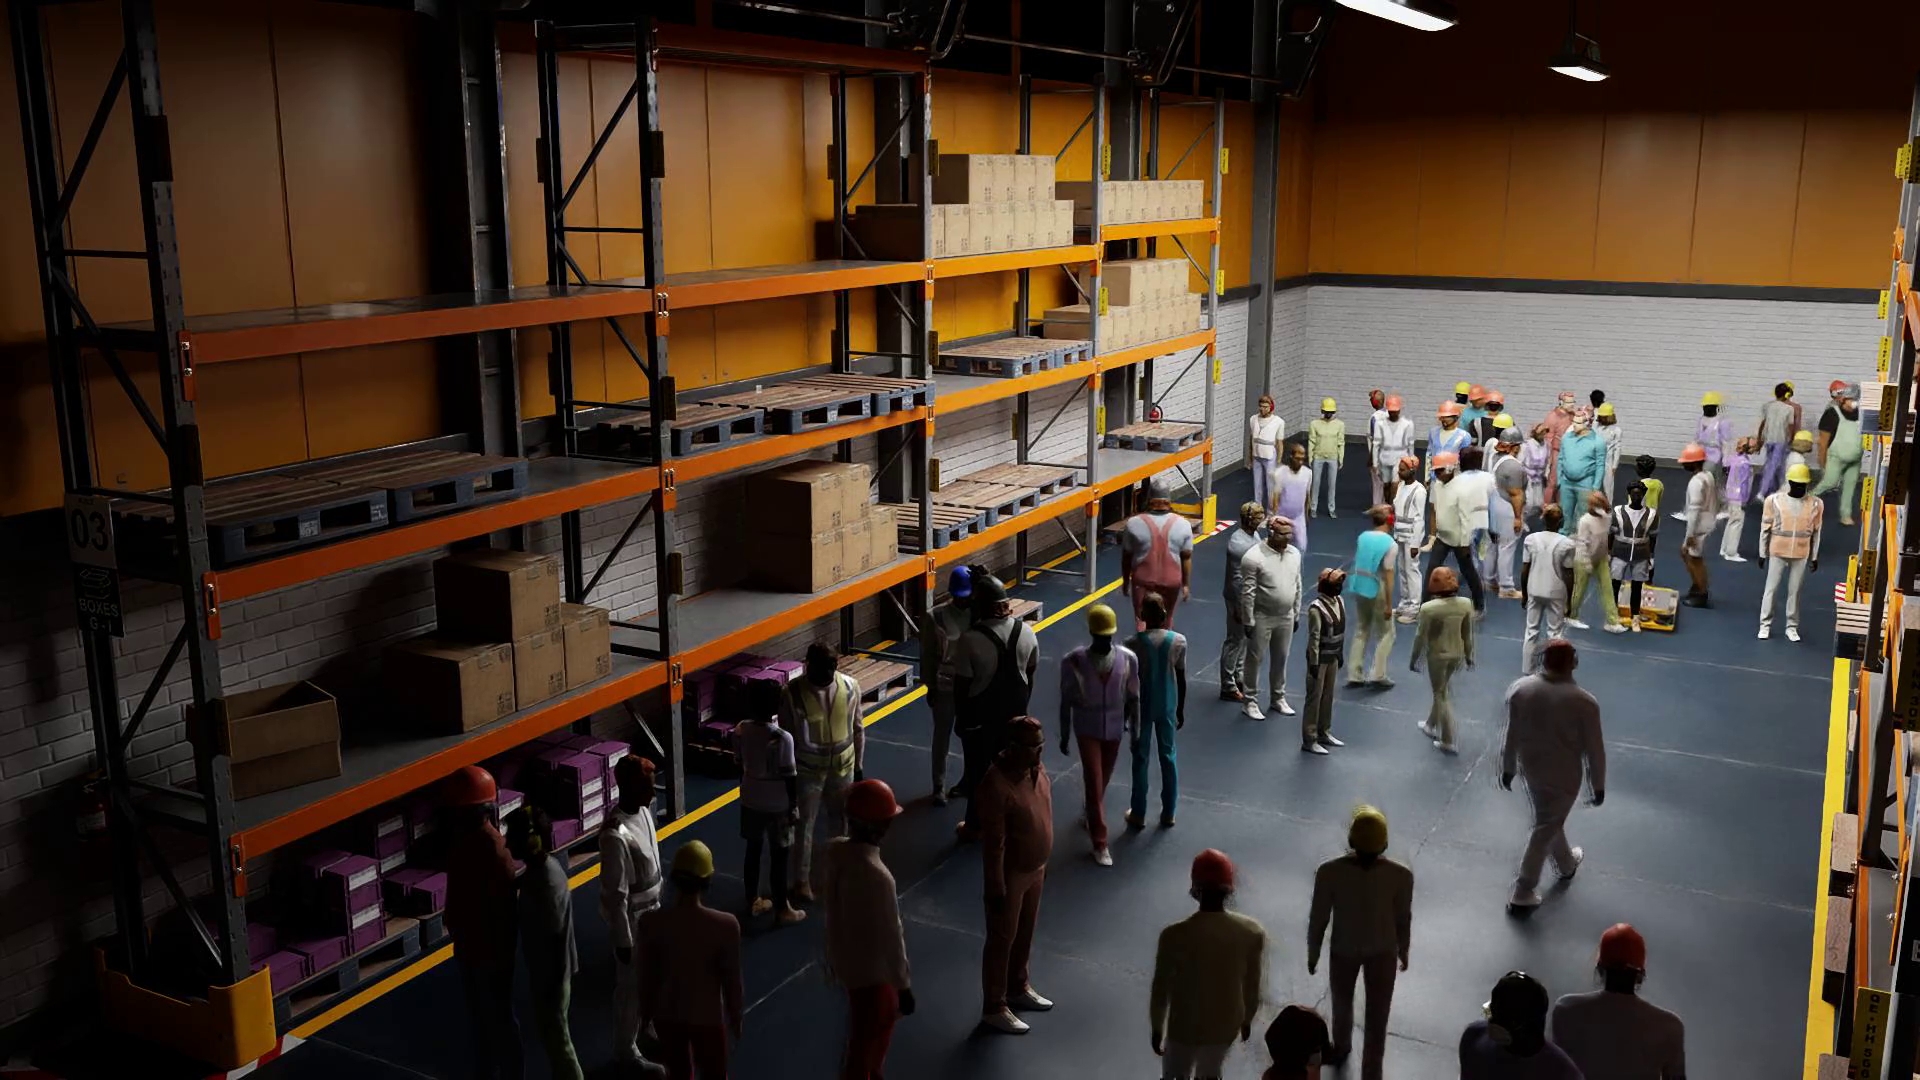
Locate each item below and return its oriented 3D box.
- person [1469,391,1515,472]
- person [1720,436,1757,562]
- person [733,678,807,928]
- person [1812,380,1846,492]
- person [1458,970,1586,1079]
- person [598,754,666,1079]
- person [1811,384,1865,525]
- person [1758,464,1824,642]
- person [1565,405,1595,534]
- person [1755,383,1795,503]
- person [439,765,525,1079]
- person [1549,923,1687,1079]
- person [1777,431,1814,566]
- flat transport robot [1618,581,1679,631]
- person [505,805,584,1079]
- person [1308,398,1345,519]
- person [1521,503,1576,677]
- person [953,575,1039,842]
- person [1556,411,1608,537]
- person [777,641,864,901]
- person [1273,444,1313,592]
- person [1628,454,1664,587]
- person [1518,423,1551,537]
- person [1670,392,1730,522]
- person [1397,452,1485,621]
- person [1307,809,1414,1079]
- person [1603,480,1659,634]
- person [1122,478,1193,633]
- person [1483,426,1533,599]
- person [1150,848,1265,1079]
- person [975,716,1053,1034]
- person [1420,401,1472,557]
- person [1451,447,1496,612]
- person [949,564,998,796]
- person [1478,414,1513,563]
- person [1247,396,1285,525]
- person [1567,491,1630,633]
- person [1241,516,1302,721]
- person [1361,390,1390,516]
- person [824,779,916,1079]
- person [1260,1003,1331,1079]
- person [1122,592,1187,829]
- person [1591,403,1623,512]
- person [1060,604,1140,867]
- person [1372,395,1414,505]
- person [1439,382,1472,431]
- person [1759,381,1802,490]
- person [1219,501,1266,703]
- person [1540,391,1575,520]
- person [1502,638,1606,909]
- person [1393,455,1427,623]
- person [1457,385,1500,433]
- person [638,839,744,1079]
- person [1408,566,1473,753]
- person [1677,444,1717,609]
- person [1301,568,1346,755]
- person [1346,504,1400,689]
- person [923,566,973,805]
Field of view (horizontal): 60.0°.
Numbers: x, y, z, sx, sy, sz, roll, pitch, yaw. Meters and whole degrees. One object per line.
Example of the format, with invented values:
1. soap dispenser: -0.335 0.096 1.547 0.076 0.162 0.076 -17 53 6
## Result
1. person: 7.220 -1.017 22.694 0.611 2.032 0.411 4 13 16
2. person: 10.028 -0.533 21.428 0.313 1.629 0.525 3 13 11
3. person: -1.275 1.744 11.080 0.535 1.697 0.318 9 16 36
4. person: 13.665 -1.627 26.043 0.559 1.752 0.326 -7 14 -28
5. person: 2.197 2.615 6.633 0.369 1.938 0.630 -7 15 -30
6. person: -1.794 2.075 9.197 0.374 1.879 0.584 1 13 5
7. person: 12.571 -1.257 23.736 0.700 2.000 0.758 -1 13 -3
8. person: 8.861 0.133 17.768 0.595 1.925 0.373 4 13 16
9. person: 8.340 -0.882 22.400 0.400 1.895 0.654 11 17 40
10. person: 12.359 -1.467 25.204 0.951 1.821 0.531 -10 16 -37
11. person: -2.501 2.124 8.694 0.370 1.996 0.622 -10 16 -37
12. person: 2.952 2.528 7.488 0.584 1.727 0.649 7 14 29
13. person: 10.681 -0.546 21.302 0.359 1.708 0.542 4 13 18
14. flat transport robot: 7.749 0.737 18.806 0.652 0.197 1.431 6 14 24
15. person: -2.112 2.234 8.506 0.315 1.867 0.553 -6 14 -26
16. person: 5.284 -1.176 24.011 0.527 1.762 0.339 1 13 4
17. person: 5.666 0.555 16.067 0.506 1.846 0.349 10 16 37
18. person: 0.223 1.246 12.532 0.681 2.000 0.535 -7 14 -29
19. person: 8.077 -0.742 21.745 0.399 1.905 0.643 -10 16 -39
20. person: -0.952 1.583 11.503 0.630 1.836 0.430 -5 14 -23
21. person: 3.938 -0.255 19.767 0.509 1.818 0.562 -2 13 -7
22. person: 8.069 -0.170 19.668 0.529 1.689 0.321 -7 14 -27
23. person: 7.808 -0.820 22.768 0.552 1.609 0.470 -5 13 -19
24. person: 10.724 -1.182 23.804 1.033 1.879 0.607 -2 13 -8
25. person: 5.456 -0.025 18.513 1.055 1.927 0.693 -5 13 -21
26. person: 2.167 2.196 9.039 0.538 1.715 0.766 3 13 15
27. person: 7.288 0.179 18.083 0.529 1.697 0.321 4 13 15
28. person: 1.948 0.361 16.494 0.688 2.000 0.969 0 13 1
29. person: 6.479 -0.342 19.638 0.538 2.000 0.683 -3 13 -14
30. person: 1.210 2.363 8.223 0.582 1.740 0.533 -4 13 -18
31. person: 0.352 1.940 9.760 0.399 1.899 0.635 8 15 32
32. person: 6.326 -0.803 21.697 0.605 2.045 0.379 12 17 43
33. person: 5.813 -0.149 19.169 0.610 1.862 1.003 -4 13 -19
34. person: 0.141 1.138 13.216 0.385 1.957 0.602 -12 17 -42
35. person: 6.887 -0.669 21.382 0.397 1.920 0.587 3 13 14
36. person: 4.362 -1.149 23.723 0.395 1.836 0.561 -12 17 -43
37. person: 6.919 0.249 18.014 0.523 1.581 0.767 -6 14 -27
38. person: 2.876 0.706 15.279 0.648 1.900 0.400 -6 14 -24
39. person: 6.106 -1.265 24.234 0.392 1.837 0.563 8 15 32
40. person: -0.396 2.166 8.542 0.614 1.975 0.636 -6 14 -25
41. person: 1.374 2.695 6.963 0.274 1.631 0.507 9 15 34
42. person: 1.473 1.303 12.722 0.509 1.842 0.329 -2 13 -9
43. person: 9.110 -1.079 23.610 0.300 1.744 0.484 -11 17 -40
44. person: 1.025 1.364 12.343 0.596 1.896 0.921 -3 13 -11
45. person: 6.155 -1.149 23.630 0.568 1.892 0.998 4 13 19
46. person: 7.329 -1.364 24.508 0.636 1.921 0.410 10 16 39
47. person: 12.784 -1.598 25.913 0.535 1.755 0.342 6 14 25
48. person: 2.691 0.574 15.805 0.377 1.931 0.624 5 14 23
49. person: 8.578 -1.180 23.735 0.650 1.899 0.396 -8 15 -32
50. person: 4.128 1.584 11.464 1.050 1.837 0.673 -10 16 -39
51. person: 4.999 -0.020 18.576 0.342 1.877 0.570 -2 13 -8
52. person: 7.461 -1.268 23.963 0.649 1.957 0.584 7 14 29
53. person: -1.346 2.362 8.208 0.537 1.744 0.582 2 13 7
54. person: 4.162 1.008 14.560 0.530 1.597 0.752 -5 13 -20
55. person: 8.456 -0.159 19.113 0.491 1.907 0.573 10 16 37
56. person: 3.159 1.035 14.402 0.314 1.633 0.518 11 16 39
57. person: 4.003 0.557 16.141 0.554 1.813 0.577 -6 14 -26
58. person: 0.009 1.142 13.225 0.605 1.938 0.412 -3 13 -13
